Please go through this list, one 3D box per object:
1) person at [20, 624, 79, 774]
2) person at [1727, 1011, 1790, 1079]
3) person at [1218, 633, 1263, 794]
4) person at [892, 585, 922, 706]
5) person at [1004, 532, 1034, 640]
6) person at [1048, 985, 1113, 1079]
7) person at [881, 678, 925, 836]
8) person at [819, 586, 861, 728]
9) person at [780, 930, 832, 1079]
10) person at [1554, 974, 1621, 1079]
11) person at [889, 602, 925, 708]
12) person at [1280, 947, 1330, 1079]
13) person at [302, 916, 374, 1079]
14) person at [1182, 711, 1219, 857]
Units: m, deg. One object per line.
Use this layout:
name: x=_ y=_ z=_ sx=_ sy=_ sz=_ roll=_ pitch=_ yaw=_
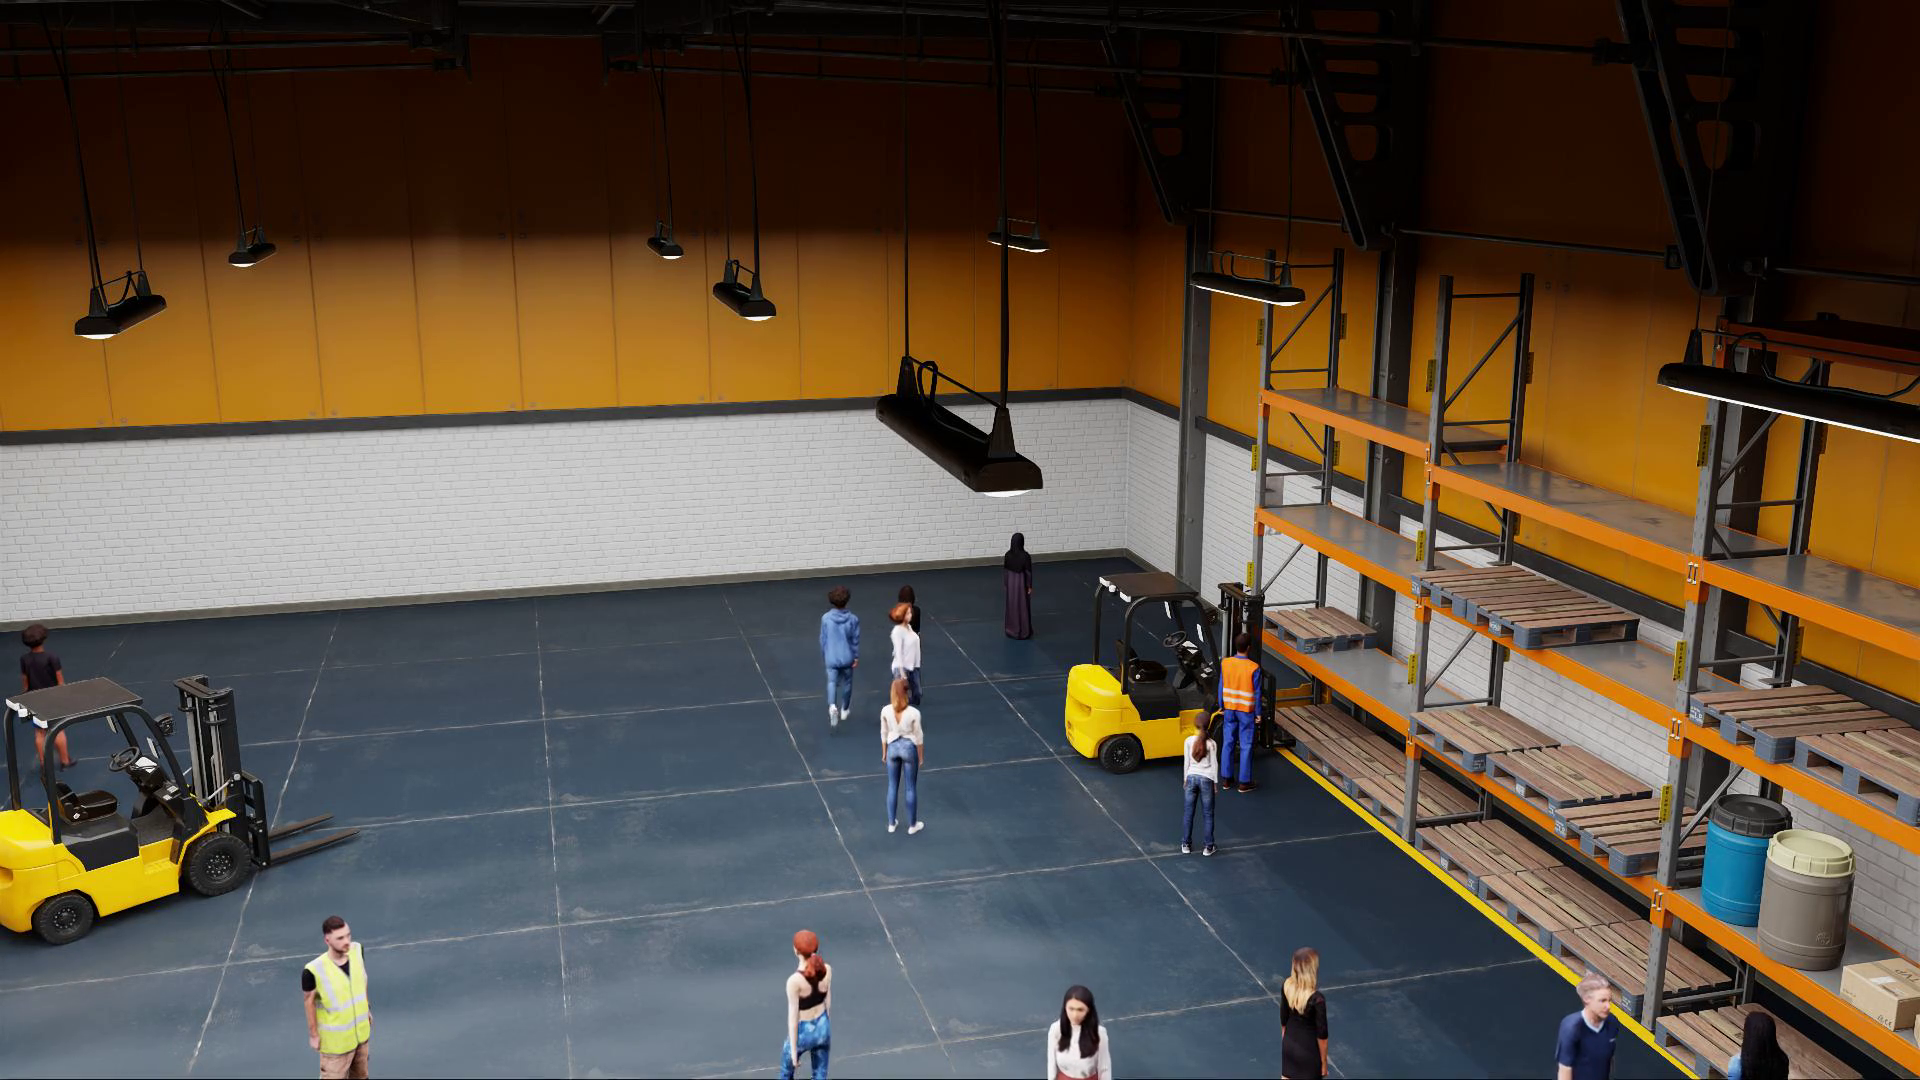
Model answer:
person: x=-10.776 y=1.864 z=19.589 sx=0.631 sy=1.799 sz=0.612 roll=-2 pitch=14 yaw=-7
person: x=5.319 y=3.989 z=11.051 sx=0.744 sy=1.687 sz=1.016 roll=-1 pitch=14 yaw=-2
person: x=3.210 y=1.958 z=19.063 sx=0.769 sy=1.864 sz=0.852 roll=10 pitch=17 yaw=34
person: x=-0.682 y=1.390 z=21.877 sx=0.636 sy=1.642 sz=0.618 roll=-10 pitch=17 yaw=-36
person: x=0.863 y=0.669 z=24.915 sx=0.714 sy=1.614 sz=0.772 roll=7 pitch=15 yaw=28
person: x=0.842 y=3.863 z=11.522 sx=0.916 sy=1.710 sz=1.136 roll=3 pitch=14 yaw=12
person: x=-0.625 y=2.315 z=17.889 sx=0.687 sy=1.721 sz=0.683 roll=3 pitch=14 yaw=14
person: x=-1.545 y=1.498 z=21.128 sx=0.838 sy=1.786 sz=1.072 roll=0 pitch=14 yaw=1
person: x=-1.045 y=3.700 z=12.069 sx=0.682 sy=1.769 sz=0.801 roll=-9 pitch=16 yaw=-32
person: x=4.203 y=3.817 z=11.411 sx=0.677 sy=1.852 sz=0.946 roll=-5 pitch=14 yaw=-18
person: x=-0.773 y=1.598 z=20.909 sx=0.809 sy=1.695 sz=0.750 roll=8 pitch=16 yaw=29
person: x=2.489 y=3.739 z=12.104 sx=0.665 sy=1.677 sz=0.519 roll=-10 pitch=17 yaw=-36
person: x=-4.547 y=3.612 z=12.273 sx=0.908 sy=1.844 sz=0.847 roll=8 pitch=16 yaw=29
person: x=2.500 y=2.529 z=17.360 sx=0.624 sy=1.555 sz=0.667 roll=5 pitch=14 yaw=19
